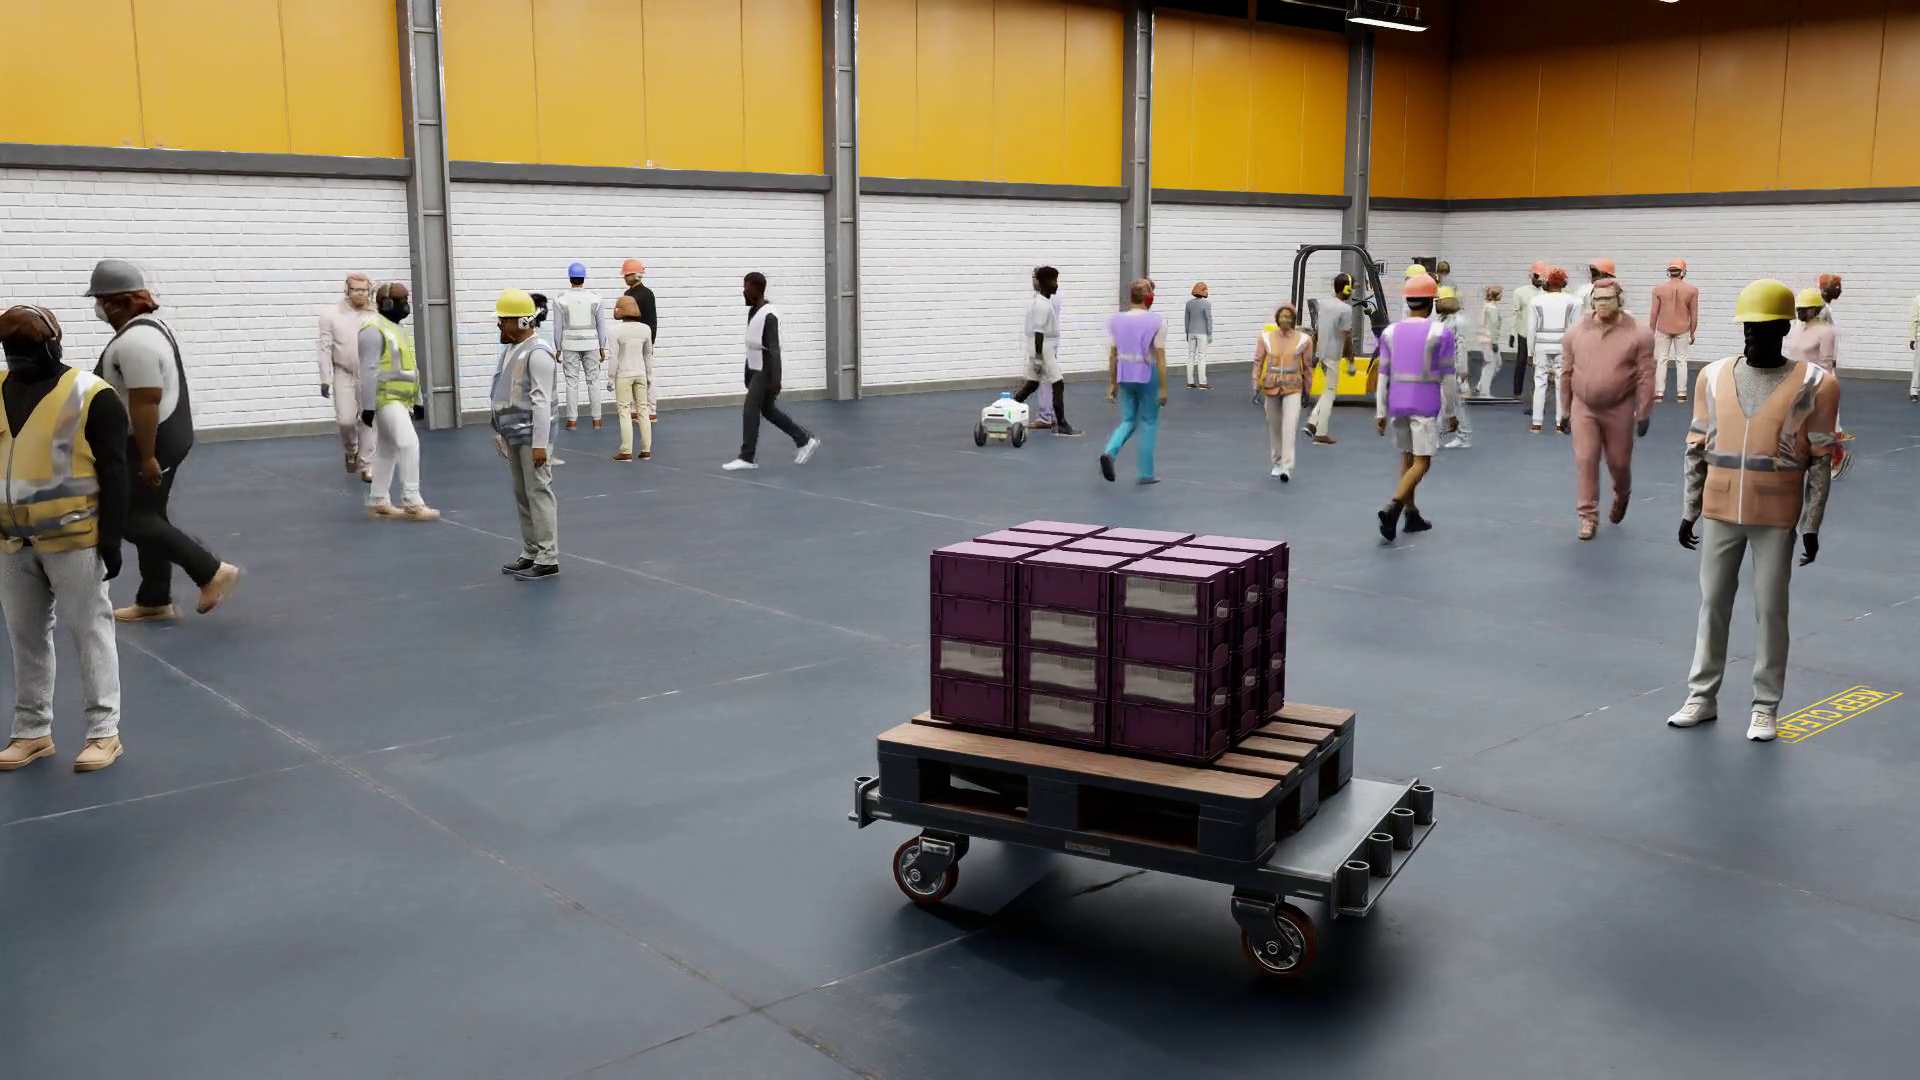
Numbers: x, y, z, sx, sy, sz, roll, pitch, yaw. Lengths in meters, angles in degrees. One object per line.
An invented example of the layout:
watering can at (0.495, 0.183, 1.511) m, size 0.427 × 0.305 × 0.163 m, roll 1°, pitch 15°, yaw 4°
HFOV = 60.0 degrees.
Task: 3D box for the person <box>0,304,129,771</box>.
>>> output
person at (-3.590, 0.000, 6.542) m, size 0.621 × 1.838 × 0.429 m, roll 1°, pitch 10°, yaw 3°

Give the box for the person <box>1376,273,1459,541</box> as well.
person at (3.226, -0.951, 11.920) m, size 0.545 × 1.911 × 0.845 m, roll 9°, pitch 13°, yaw 44°

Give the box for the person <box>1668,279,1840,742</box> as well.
person at (3.323, -0.122, 6.985) m, size 0.584 × 1.928 × 0.373 m, roll 9°, pitch 13°, yaw 42°

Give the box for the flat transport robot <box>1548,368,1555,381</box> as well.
flat transport robot at (9.693, -2.600, 26.334) m, size 0.652 × 0.197 × 1.431 m, roll 0°, pitch 10°, yaw -2°

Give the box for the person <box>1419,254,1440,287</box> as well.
person at (7.174, -3.402, 25.851) m, size 0.608 × 2.045 × 0.392 m, roll -9°, pitch 13°, yaw -42°

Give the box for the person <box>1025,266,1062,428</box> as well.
person at (0.960, -2.265, 19.592) m, size 0.406 × 1.911 × 0.636 m, roll 3°, pitch 10°, yaw 17°

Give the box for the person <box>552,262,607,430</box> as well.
person at (-4.420, -2.244, 19.350) m, size 0.605 × 1.948 × 0.391 m, roll -3°, pitch 10°, yaw -19°

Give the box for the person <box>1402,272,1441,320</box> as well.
person at (5.064, -2.009, 18.277) m, size 0.647 × 1.843 × 0.580 m, roll 3°, pitch 10°, yaw 16°

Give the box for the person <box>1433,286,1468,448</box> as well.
person at (5.046, -1.799, 17.459) m, size 0.807 × 1.698 × 0.496 m, roll -3°, pitch 10°, yaw -14°

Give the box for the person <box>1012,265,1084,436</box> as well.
person at (0.867, -2.121, 18.720) m, size 0.970 × 1.933 × 0.606 m, roll 0°, pitch 10°, yaw -2°

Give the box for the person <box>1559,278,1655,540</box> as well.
person at (4.696, -0.962, 12.094) m, size 0.650 × 1.876 × 0.804 m, roll 5°, pitch 11°, yaw 26°

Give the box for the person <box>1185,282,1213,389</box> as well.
person at (3.650, -3.123, 25.413) m, size 0.284 × 1.634 × 0.498 m, roll -9°, pitch 13°, yaw -41°

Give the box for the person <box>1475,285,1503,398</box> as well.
person at (7.466, -2.764, 23.338) m, size 0.381 × 1.623 × 0.537 m, roll 2°, pitch 10°, yaw 11°

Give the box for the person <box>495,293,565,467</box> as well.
person at (-4.133, -1.529, 15.955) m, size 0.582 × 1.679 × 0.533 m, roll 2°, pitch 10°, yaw 12°

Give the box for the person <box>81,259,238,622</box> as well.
person at (-4.422, -0.536, 9.079) m, size 0.659 × 2.000 × 0.694 m, roll -3°, pitch 10°, yaw -17°

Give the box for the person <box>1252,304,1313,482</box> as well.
person at (2.913, -1.331, 15.050) m, size 0.519 × 1.592 × 0.875 m, roll 4°, pitch 10°, yaw 20°

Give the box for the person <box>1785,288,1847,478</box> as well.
person at (7.590, -1.363, 14.812) m, size 0.736 × 1.746 × 0.528 m, roll -3°, pitch 10°, yaw -20°

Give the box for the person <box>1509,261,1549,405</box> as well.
person at (7.822, -2.806, 22.641) m, size 0.655 × 1.946 × 0.888 m, roll 2°, pitch 10°, yaw 10°

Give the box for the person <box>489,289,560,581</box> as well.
person at (-2.731, -0.657, 10.439) m, size 0.404 × 1.824 × 0.586 m, roll -7°, pitch 12°, yaw -36°

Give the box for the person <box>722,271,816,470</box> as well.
person at (-1.817, -1.616, 15.877) m, size 0.905 × 1.881 × 0.622 m, roll -4°, pitch 11°, yaw -23°

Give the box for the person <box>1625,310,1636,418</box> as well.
person at (8.100, -2.283, 20.577) m, size 0.681 × 1.607 × 0.343 m, roll 0°, pitch 10°, yaw -3°

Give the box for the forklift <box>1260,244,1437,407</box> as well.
forklift at (5.256, -2.933, 22.661) m, size 2.313 × 2.155 × 1.214 m, roll 3°, pitch 10°, yaw 16°

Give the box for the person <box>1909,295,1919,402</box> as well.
person at (13.448, -2.794, 22.950) m, size 0.598 × 1.824 × 0.403 m, roll 5°, pitch 11°, yaw 29°

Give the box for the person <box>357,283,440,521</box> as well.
person at (-4.253, -1.049, 12.735) m, size 0.768 × 1.811 × 0.659 m, roll 0°, pitch 10°, yaw 3°

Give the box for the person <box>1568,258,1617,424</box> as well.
person at (7.545, -2.367, 19.924) m, size 0.637 × 1.994 × 0.643 m, roll 1°, pitch 10°, yaw 5°

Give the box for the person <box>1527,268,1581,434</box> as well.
person at (6.762, -2.148, 18.972) m, size 0.575 × 1.884 × 0.355 m, roll 3°, pitch 10°, yaw 19°

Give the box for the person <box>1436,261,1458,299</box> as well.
person at (8.317, -3.843, 28.737) m, size 0.363 × 1.939 × 0.636 m, roll -8°, pitch 13°, yaw -40°

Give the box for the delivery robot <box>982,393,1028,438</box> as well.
delivery robot at (0.489, -1.339, 17.848) m, size 0.477 × 0.478 × 0.707 m, roll 3°, pitch 10°, yaw 18°

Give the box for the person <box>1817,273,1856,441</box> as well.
person at (9.397, -2.026, 18.413) m, size 0.969 × 1.853 × 0.586 m, roll 5°, pitch 11°, yaw 25°

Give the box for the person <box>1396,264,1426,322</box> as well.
person at (5.498, -2.395, 20.302) m, size 0.370 × 1.924 × 0.586 m, roll 3°, pitch 10°, yaw 15°

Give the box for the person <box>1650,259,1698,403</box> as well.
person at (9.876, -2.892, 23.037) m, size 0.613 × 1.984 × 0.402 m, roll 4°, pitch 11°, yaw 23°

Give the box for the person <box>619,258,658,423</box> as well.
person at (-3.922, -2.409, 20.186) m, size 0.400 × 1.989 × 0.623 m, roll -9°, pitch 13°, yaw -43°

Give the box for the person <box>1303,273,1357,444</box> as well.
person at (3.999, -1.938, 17.867) m, size 0.436 × 1.840 × 0.553 m, roll -4°, pitch 11°, yaw -23°

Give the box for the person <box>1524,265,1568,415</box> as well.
person at (7.595, -2.542, 21.209) m, size 0.785 × 1.911 × 0.549 m, roll -6°, pitch 11°, yaw -29°

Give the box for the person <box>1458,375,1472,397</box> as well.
person at (6.802, -2.856, 23.462) m, size 0.893 × 1.779 × 0.667 m, roll -1°, pitch 10°, yaw -7°

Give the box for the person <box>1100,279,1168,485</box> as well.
person at (1.542, -1.371, 14.593) m, size 0.567 × 1.828 × 0.645 m, roll 8°, pitch 13°, yaw 39°

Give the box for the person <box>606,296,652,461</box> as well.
person at (-3.267, -1.593, 16.455) m, size 0.508 × 1.633 × 0.274 m, roll -9°, pitch 13°, yaw -43°

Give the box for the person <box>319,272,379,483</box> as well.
person at (-5.426, -1.469, 14.990) m, size 0.655 × 1.882 × 0.591 m, roll -4°, pitch 11°, yaw -24°
